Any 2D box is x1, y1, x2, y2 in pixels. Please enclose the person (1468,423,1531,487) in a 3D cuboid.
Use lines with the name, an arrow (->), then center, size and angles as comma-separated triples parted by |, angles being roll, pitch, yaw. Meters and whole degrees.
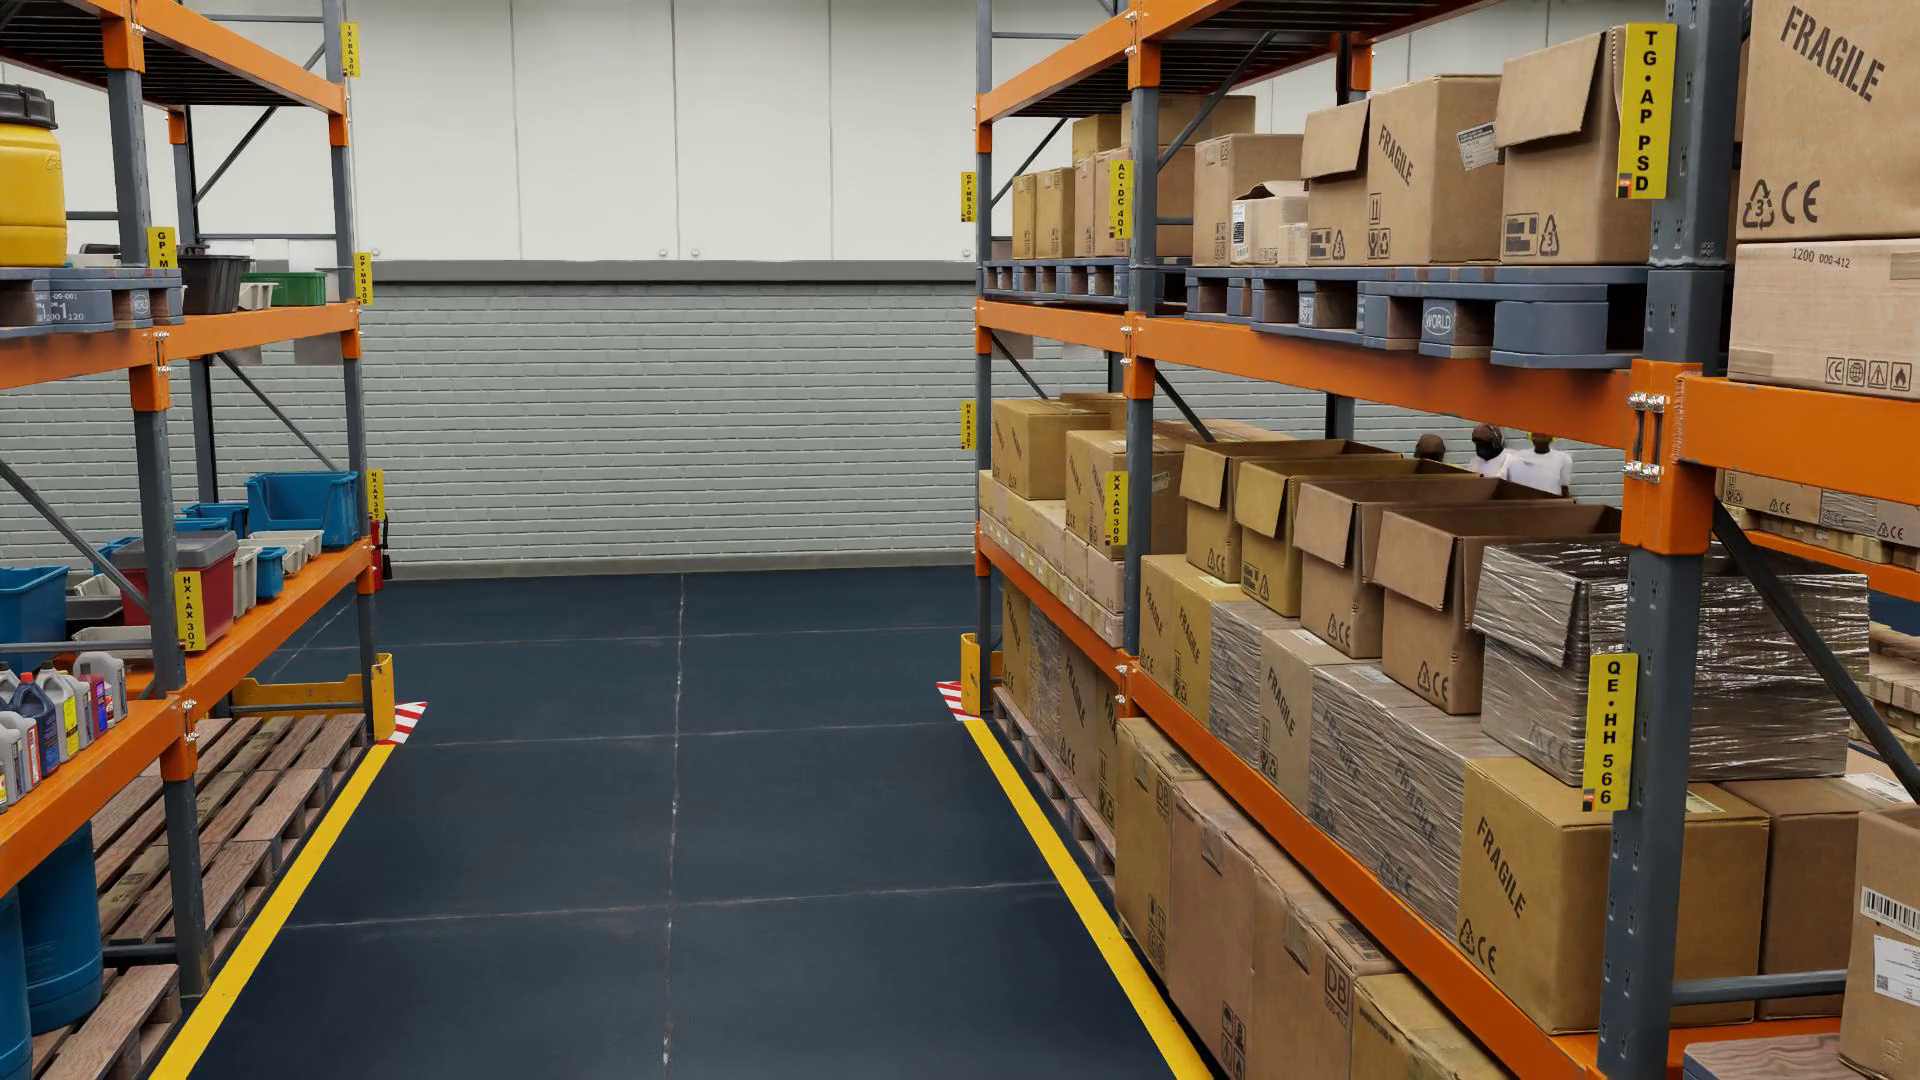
person -> 4.354, -0.051, 13.537 | 0.463, 1.806, 0.662 | -3, 10, -20

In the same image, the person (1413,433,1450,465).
person -> 3.610, 0.059, 12.843 | 0.630, 1.809, 0.760 | 4, 10, 25

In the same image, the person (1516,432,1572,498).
person -> 4.967, -0.181, 14.309 | 0.529, 1.830, 0.942 | 5, 11, 30
